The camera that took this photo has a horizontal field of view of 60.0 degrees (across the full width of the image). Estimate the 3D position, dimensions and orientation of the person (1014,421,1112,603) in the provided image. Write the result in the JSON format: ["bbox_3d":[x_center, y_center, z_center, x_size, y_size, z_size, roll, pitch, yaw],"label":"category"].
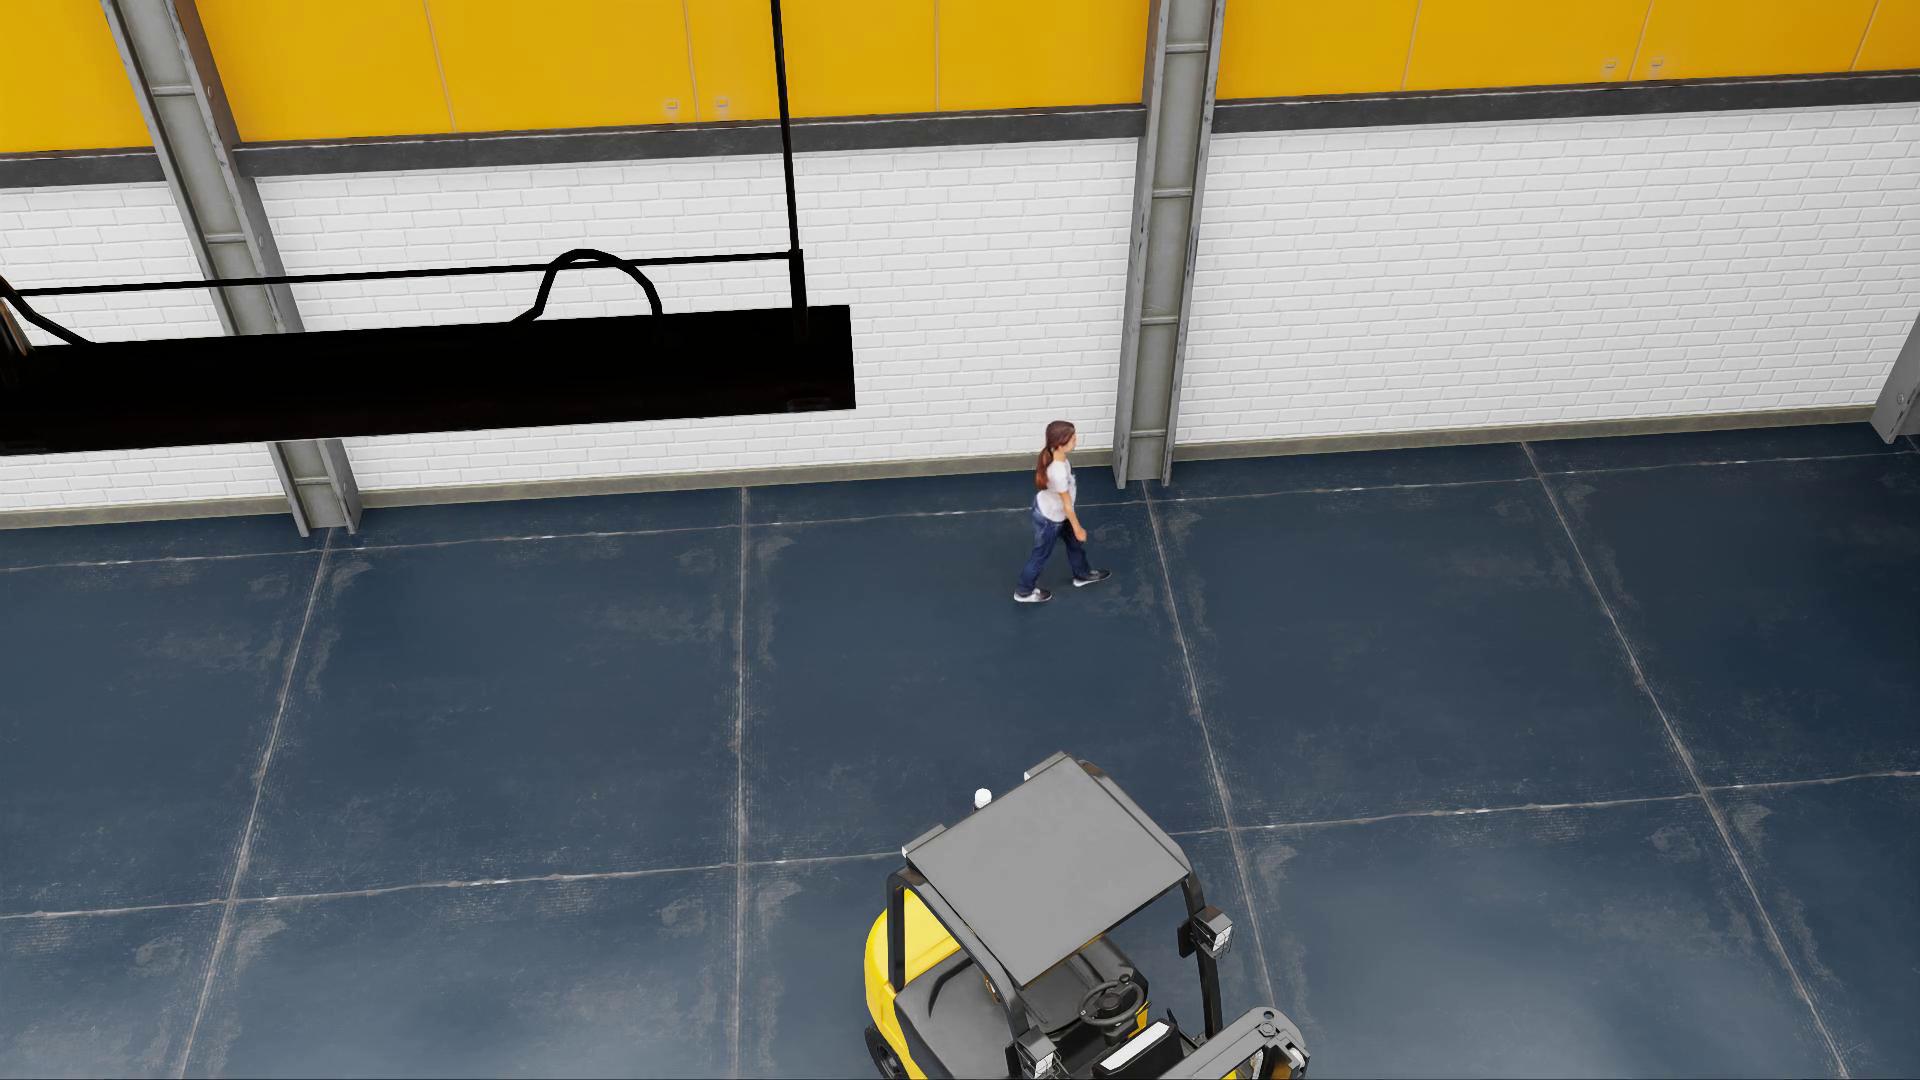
[{"bbox_3d":[0.550,-0.153,11.115,0.905,1.531,0.547,-1,44,-1],"label":"person"}]
